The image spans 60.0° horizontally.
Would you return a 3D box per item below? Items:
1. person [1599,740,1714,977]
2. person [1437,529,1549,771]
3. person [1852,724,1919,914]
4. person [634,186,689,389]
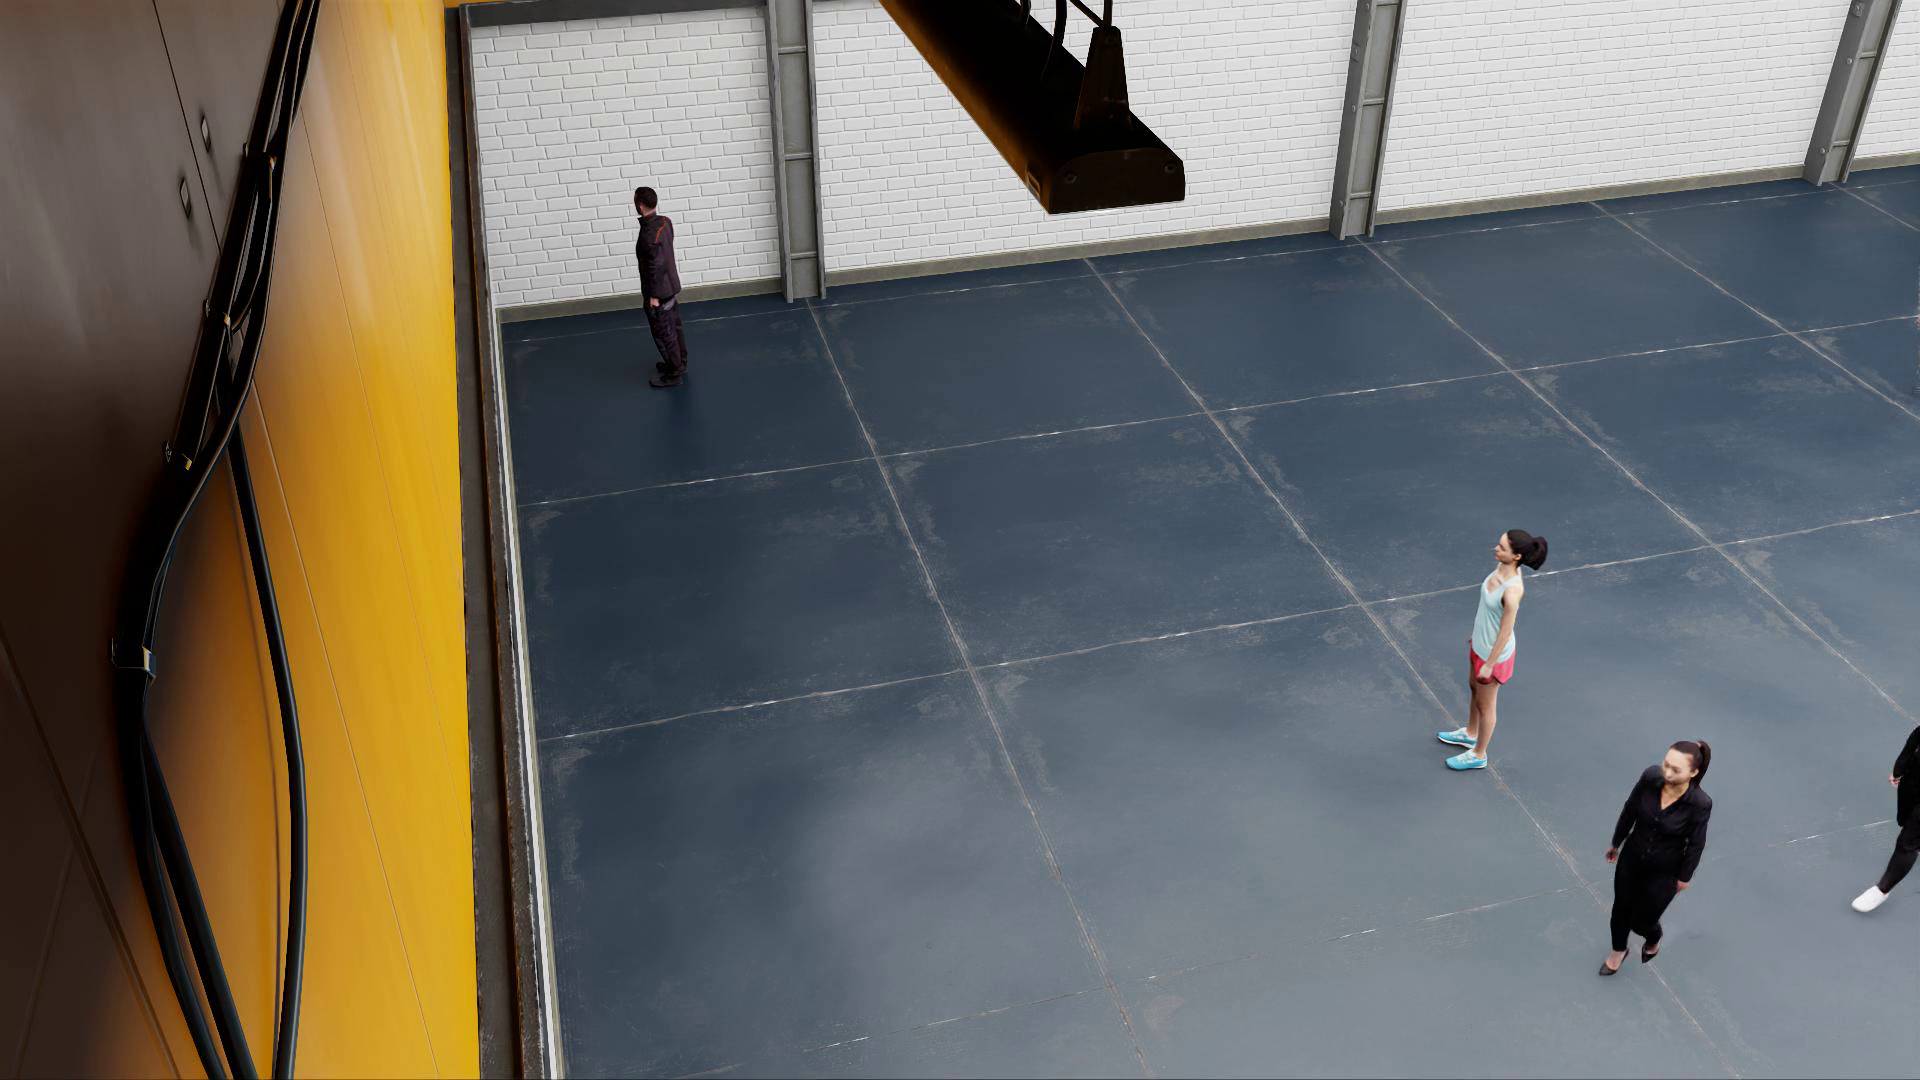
[{"bbox_3d":[3.734,1.708,8.893,0.759,1.701,0.698,-21,39,-28],"label":"person"},{"bbox_3d":[3.313,0.675,10.389,0.691,1.765,0.665,3,34,4],"label":"person"},{"bbox_3d":[5.576,1.375,9.426,1.075,1.666,0.706,-15,36,-21],"label":"person"},{"bbox_3d":[-2.650,-2.251,14.715,0.747,1.850,0.792,3,34,4],"label":"person"}]
